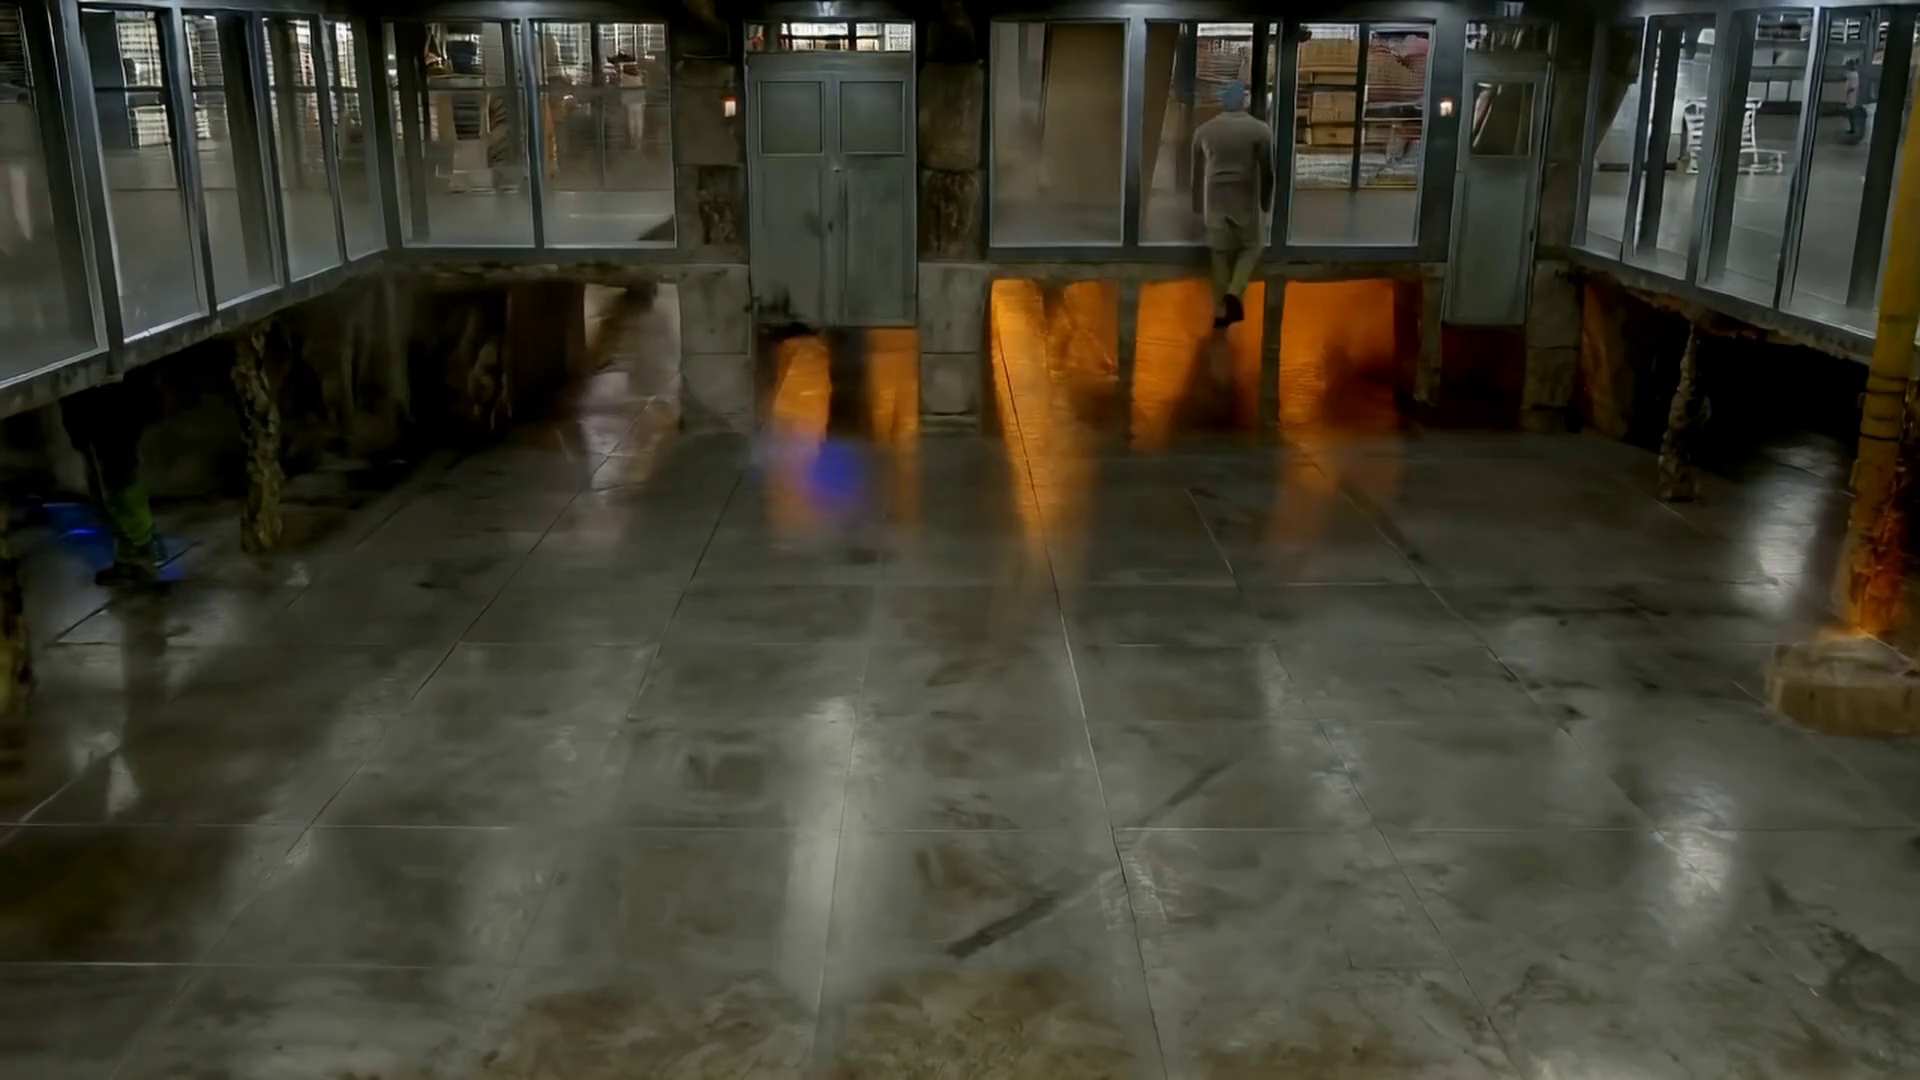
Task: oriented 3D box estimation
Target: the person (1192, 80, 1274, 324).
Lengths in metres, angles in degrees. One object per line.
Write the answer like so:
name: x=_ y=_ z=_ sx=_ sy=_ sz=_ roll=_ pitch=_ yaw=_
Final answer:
person: x=2.159 y=-2.657 z=13.159 sx=0.674 sy=1.891 sz=0.431 roll=7 pitch=18 yaw=22
